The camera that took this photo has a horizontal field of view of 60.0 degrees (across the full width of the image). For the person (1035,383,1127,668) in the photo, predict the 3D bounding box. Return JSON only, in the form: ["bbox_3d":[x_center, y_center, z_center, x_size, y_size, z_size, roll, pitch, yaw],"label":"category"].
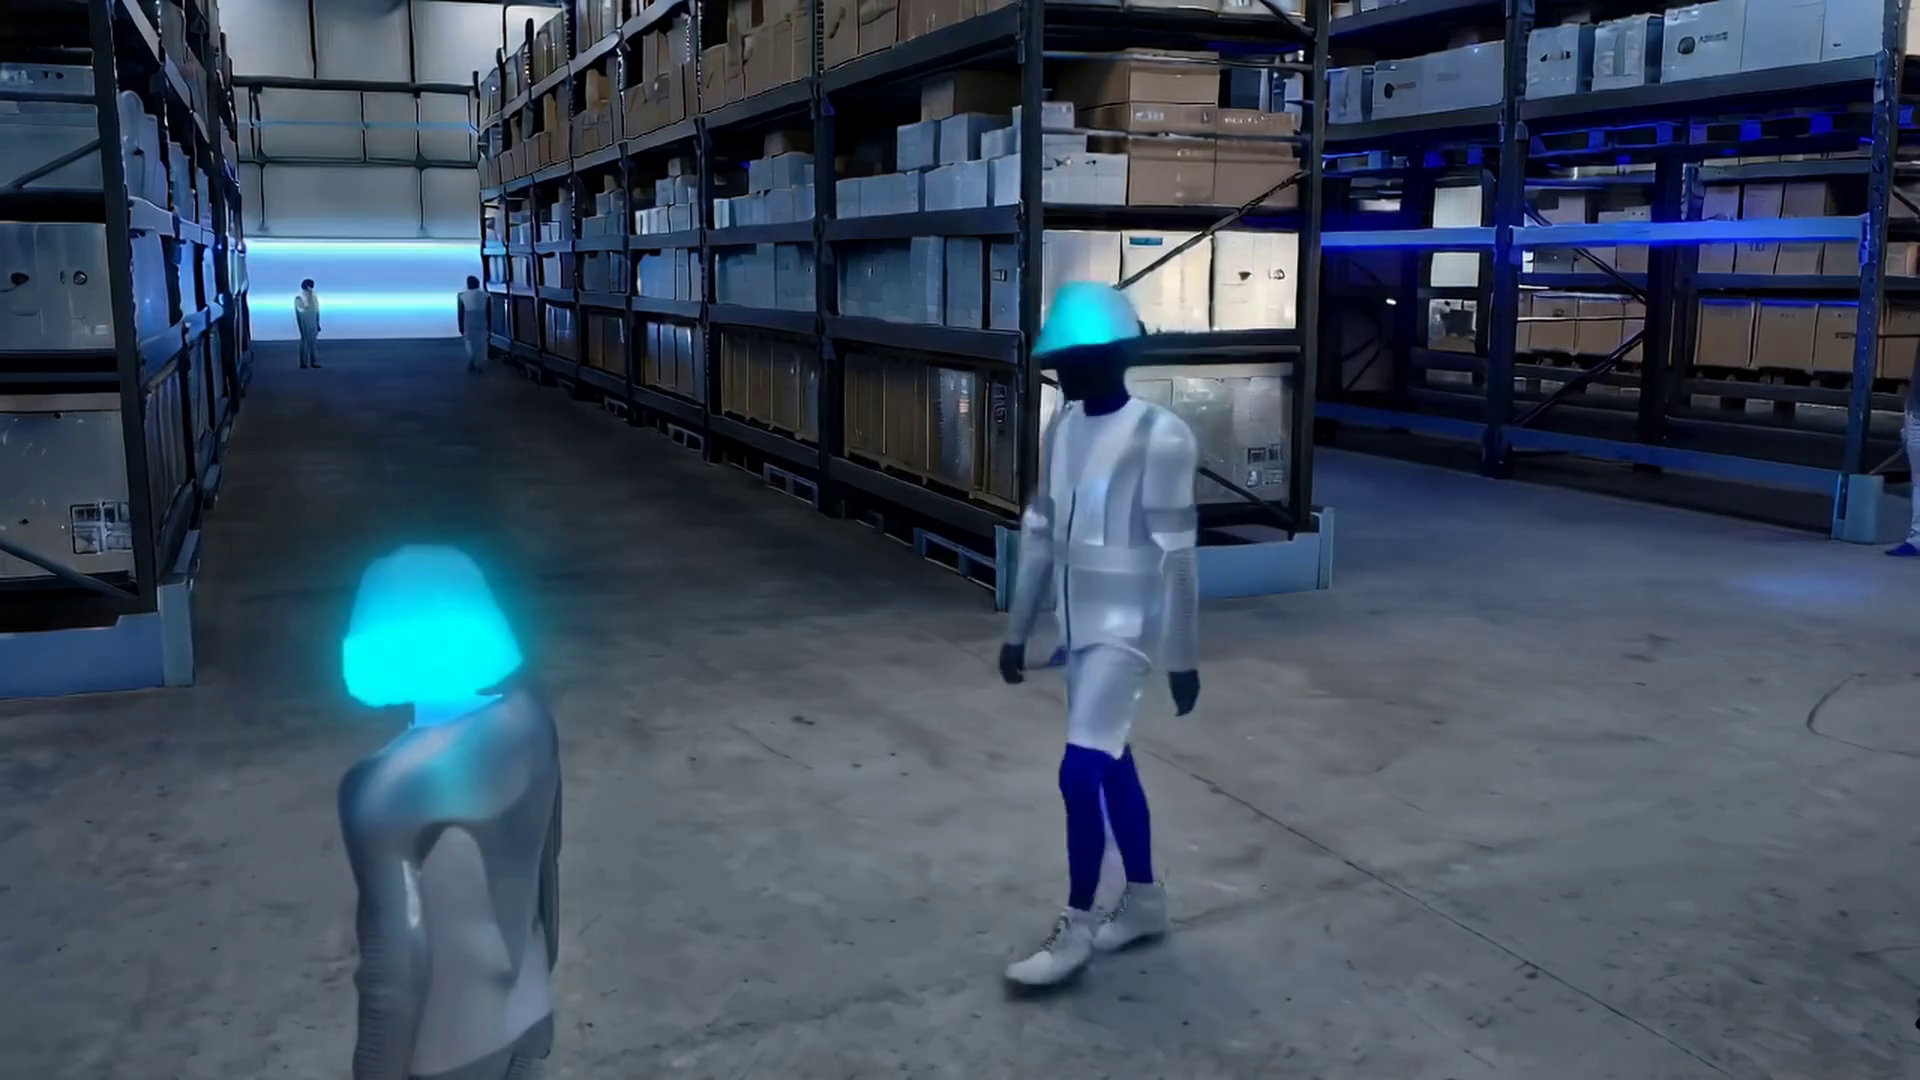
[{"bbox_3d":[0.728,-0.263,8.622,0.734,1.825,0.574,-4,10,-24],"label":"person"}]

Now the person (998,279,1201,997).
[{"bbox_3d":[0.310,0.279,4.767,0.814,2.015,0.652,-6,11,-30],"label":"person"}]

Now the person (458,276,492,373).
[{"bbox_3d":[-9.157,-4.068,31.402,0.643,1.821,0.559,-4,10,-22],"label":"person"}]

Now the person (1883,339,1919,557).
[{"bbox_3d":[6.731,-0.776,11.432,0.403,1.904,0.651,-2,10,-13],"label":"person"}]

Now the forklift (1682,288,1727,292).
[{"bbox_3d":[12.171,-3.902,27.237,1.129,2.768,1.873,-4,10,-22],"label":"forklift"}]

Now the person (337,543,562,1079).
[{"bbox_3d":[-0.812,0.814,2.712,0.269,1.632,0.505,3,10,19],"label":"person"}]

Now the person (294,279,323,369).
[{"bbox_3d":[-12.686,-4.203,32.443,0.360,1.742,0.563,4,10,21],"label":"person"}]
